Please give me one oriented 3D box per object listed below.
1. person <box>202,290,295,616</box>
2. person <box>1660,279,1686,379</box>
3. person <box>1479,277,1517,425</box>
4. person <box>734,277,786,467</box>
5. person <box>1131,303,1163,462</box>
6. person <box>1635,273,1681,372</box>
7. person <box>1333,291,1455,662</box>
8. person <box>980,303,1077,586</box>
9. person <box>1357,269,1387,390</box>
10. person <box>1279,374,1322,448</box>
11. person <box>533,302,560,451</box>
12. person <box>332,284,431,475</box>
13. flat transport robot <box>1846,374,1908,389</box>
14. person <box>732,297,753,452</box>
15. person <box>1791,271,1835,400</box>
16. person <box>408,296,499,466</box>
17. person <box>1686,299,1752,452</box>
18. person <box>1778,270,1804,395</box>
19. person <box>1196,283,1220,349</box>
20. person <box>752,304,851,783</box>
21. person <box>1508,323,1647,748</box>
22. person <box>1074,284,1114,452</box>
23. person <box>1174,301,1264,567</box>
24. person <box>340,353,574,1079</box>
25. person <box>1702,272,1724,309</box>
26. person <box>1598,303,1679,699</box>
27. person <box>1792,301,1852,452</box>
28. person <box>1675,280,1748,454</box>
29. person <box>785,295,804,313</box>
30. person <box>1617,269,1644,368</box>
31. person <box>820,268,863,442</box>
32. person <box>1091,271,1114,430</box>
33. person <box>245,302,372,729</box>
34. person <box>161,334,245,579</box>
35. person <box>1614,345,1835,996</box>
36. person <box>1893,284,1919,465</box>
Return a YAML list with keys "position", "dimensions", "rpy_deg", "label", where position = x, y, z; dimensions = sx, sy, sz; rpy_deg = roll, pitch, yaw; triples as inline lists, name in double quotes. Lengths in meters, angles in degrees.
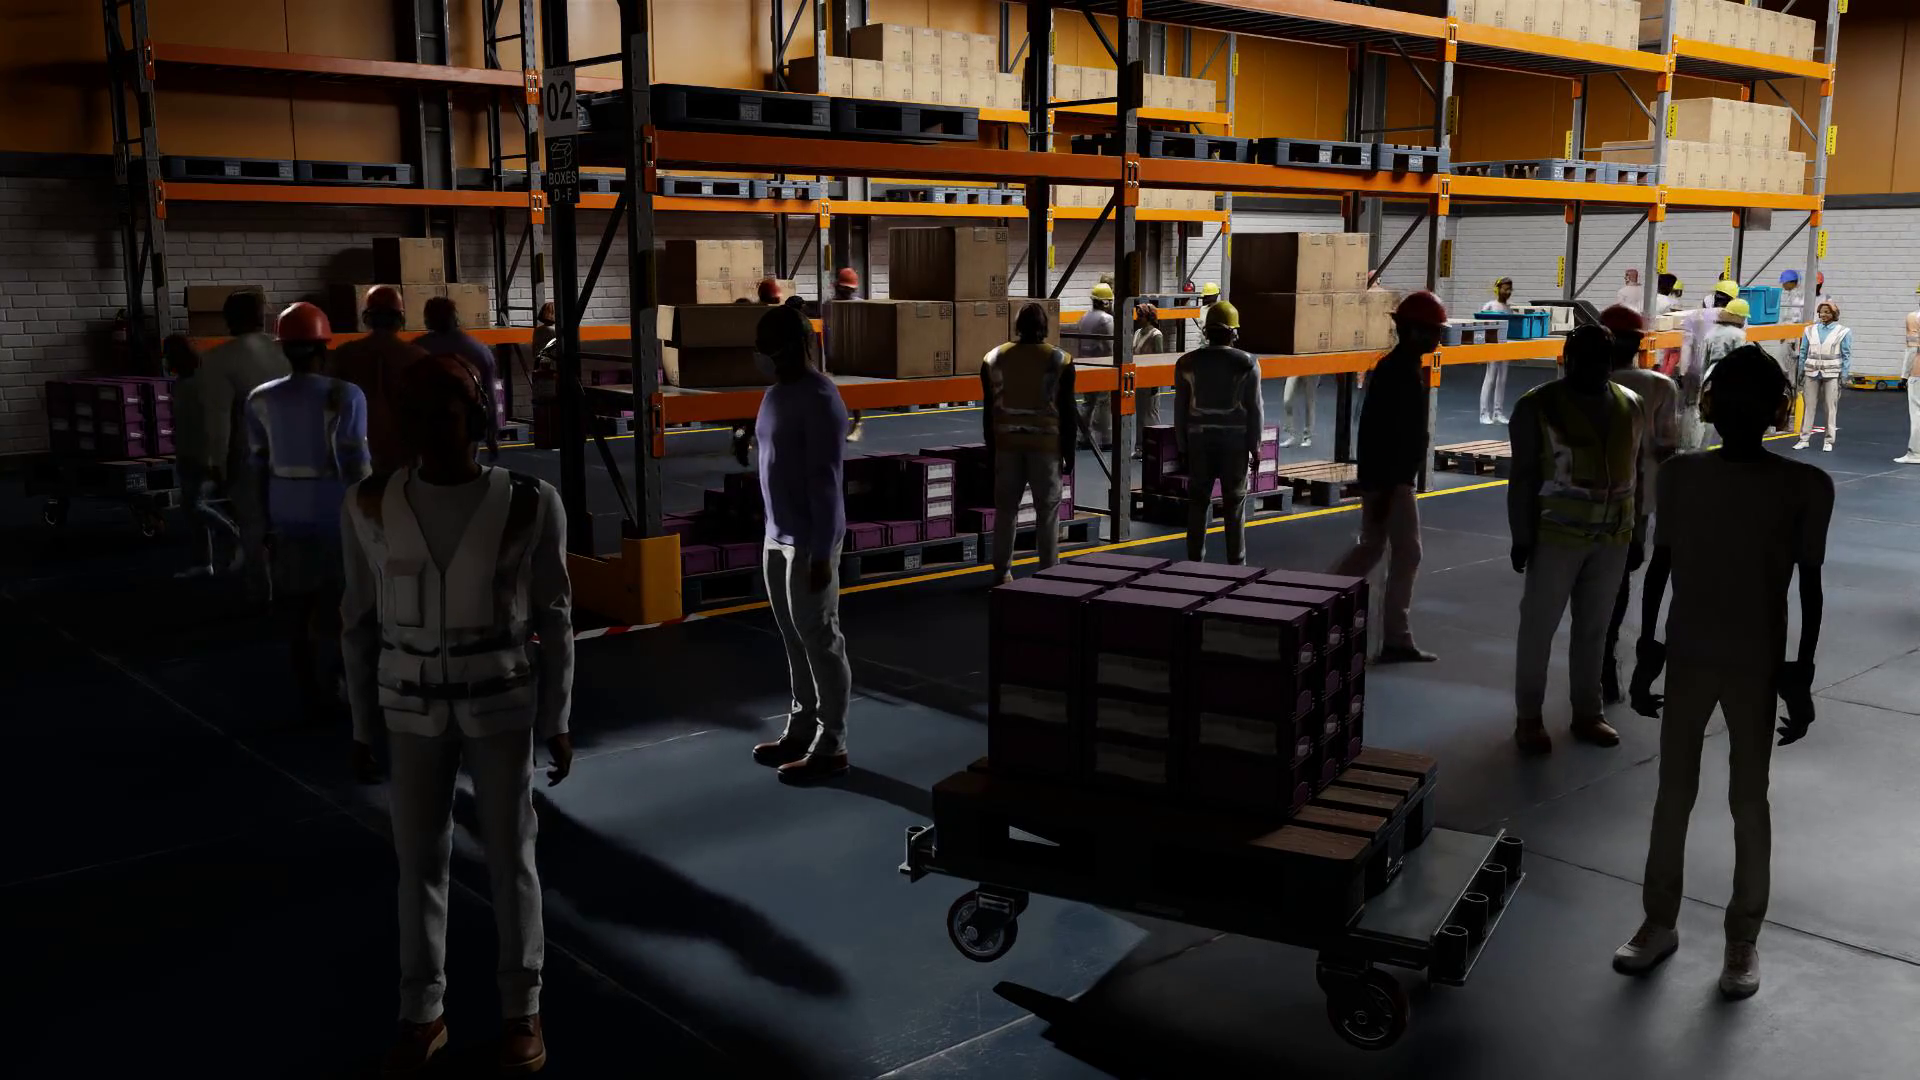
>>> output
- position: [-4.160, -0.509, 9.868]
  dimensions: [0.406, 1.926, 0.640]
  rpy_deg: [6, 12, 33]
  label: "person"
- position: [11.327, -3.265, 26.471]
  dimensions: [0.324, 1.768, 0.545]
  rpy_deg: [-1, 10, -8]
  label: "person"
- position: [6.832, -2.391, 21.056]
  dimensions: [0.533, 1.864, 0.310]
  rpy_deg: [-4, 10, -21]
  label: "person"
- position: [-1.890, -1.579, 16.131]
  dimensions: [0.647, 1.922, 0.559]
  rpy_deg: [8, 12, 39]
  label: "person"
- position: [1.928, -1.630, 17.258]
  dimensions: [0.306, 1.639, 0.522]
  rpy_deg: [-4, 11, -24]
  label: "person"
- position: [9.756, -2.805, 23.383]
  dimensions: [0.993, 1.910, 0.601]
  rpy_deg: [-6, 11, -30]
  label: "person"
- position: [2.186, -0.318, 8.772]
  dimensions: [0.760, 1.968, 0.641]
  rpy_deg: [1, 10, 5]
  label: "person"
- position: [0.443, -0.584, 10.581]
  dimensions: [0.621, 1.835, 0.430]
  rpy_deg: [3, 10, 16]
  label: "person"
- position: [6.559, -3.332, 26.433]
  dimensions: [0.641, 1.912, 0.410]
  rpy_deg: [7, 12, 35]
  label: "person"
- position: [3.781, -1.810, 18.408]
  dimensions: [0.511, 1.607, 0.676]
  rpy_deg: [5, 11, 29]
  label: "person"
- position: [-4.479, -1.783, 18.196]
  dimensions: [0.493, 1.626, 0.286]
  rpy_deg: [8, 12, 39]
  label: "person"
- position: [-3.489, -0.564, 10.089]
  dimensions: [0.633, 1.964, 0.736]
  rpy_deg: [-2, 10, -13]
  label: "person"
- position: [14.941, -2.526, 26.504]
  dimensions: [1.431, 0.197, 0.652]
  rpy_deg: [2, 10, 12]
  label: "flat transport robot"
- position: [-2.376, -1.776, 17.973]
  dimensions: [0.544, 1.687, 0.417]
  rpy_deg: [5, 11, 29]
  label: "person"
- position: [12.352, -2.932, 24.097]
  dimensions: [0.547, 1.913, 0.722]
  rpy_deg: [4, 10, 21]
  label: "person"
- position: [-3.517, -0.736, 11.385]
  dimensions: [0.657, 1.860, 0.618]
  rpy_deg: [-5, 11, -27]
  label: "person"
- position: [7.524, -1.525, 16.452]
  dimensions: [0.594, 1.697, 0.571]
  rpy_deg: [-5, 11, -26]
  label: "person"
- position: [12.720, -3.168, 25.469]
  dimensions: [0.482, 1.911, 0.630]
  rpy_deg: [3, 10, 17]
  label: "person"
- position: [3.466, -2.673, 23.021]
  dimensions: [0.328, 1.759, 0.524]
  rpy_deg: [-7, 12, -36]
  label: "person"
- position: [-0.651, 0.012, 6.795]
  dimensions: [0.356, 1.933, 0.630]
  rpy_deg: [-5, 11, -28]
  label: "person"
- position: [2.682, -0.015, 7.209]
  dimensions: [0.636, 1.842, 0.429]
  rpy_deg: [-2, 10, -10]
  label: "person"
- position: [1.502, -1.857, 18.089]
  dimensions: [0.510, 1.829, 0.611]
  rpy_deg: [-7, 12, -34]
  label: "person"
- position: [1.701, -0.643, 10.914]
  dimensions: [0.590, 1.833, 0.404]
  rpy_deg: [4, 10, 20]
  label: "person"
- position: [-1.286, 0.464, 4.287]
  dimensions: [0.576, 1.881, 0.352]
  rpy_deg: [-1, 10, -4]
  label: "person"
- position: [10.445, -2.714, 22.784]
  dimensions: [0.600, 1.917, 0.377]
  rpy_deg: [5, 11, 26]
  label: "person"
- position: [3.189, -0.217, 8.234]
  dimensions: [0.572, 1.882, 0.906]
  rpy_deg: [1, 10, 6]
  label: "person"
- position: [9.418, -1.784, 18.150]
  dimensions: [0.314, 1.642, 0.514]
  rpy_deg: [-9, 13, -44]
  label: "person"
- position: [7.788, -1.746, 17.233]
  dimensions: [0.635, 1.875, 0.531]
  rpy_deg: [3, 10, 17]
  label: "person"
- position: [-1.871, -1.886, 18.626]
  dimensions: [0.535, 1.688, 0.321]
  rpy_deg: [9, 14, 44]
  label: "person"
- position: [11.385, -3.647, 28.301]
  dimensions: [0.639, 1.904, 0.407]
  rpy_deg: [-3, 10, -18]
  label: "person"
- position: [-1.288, -2.059, 18.729]
  dimensions: [0.628, 1.984, 0.936]
  rpy_deg: [2, 10, 13]
  label: "person"
- position: [1.771, -2.308, 20.361]
  dimensions: [0.369, 1.936, 0.630]
  rpy_deg: [1, 10, 3]
  label: "person"
- position: [-2.899, -0.106, 7.514]
  dimensions: [0.566, 1.917, 0.436]
  rpy_deg: [0, 10, 1]
  label: "person"
- position: [-4.996, -0.539, 10.922]
  dimensions: [0.406, 1.624, 0.515]
  rpy_deg: [-8, 13, -40]
  label: "person"
- position: [2.218, 0.381, 4.842]
  dimensions: [0.514, 1.862, 0.328]
  rpy_deg: [7, 12, 37]
  label: "person"
- position: [9.851, -1.727, 16.983]
  dimensions: [0.591, 1.926, 0.386]
  rpy_deg: [-2, 10, -13]
  label: "person"
